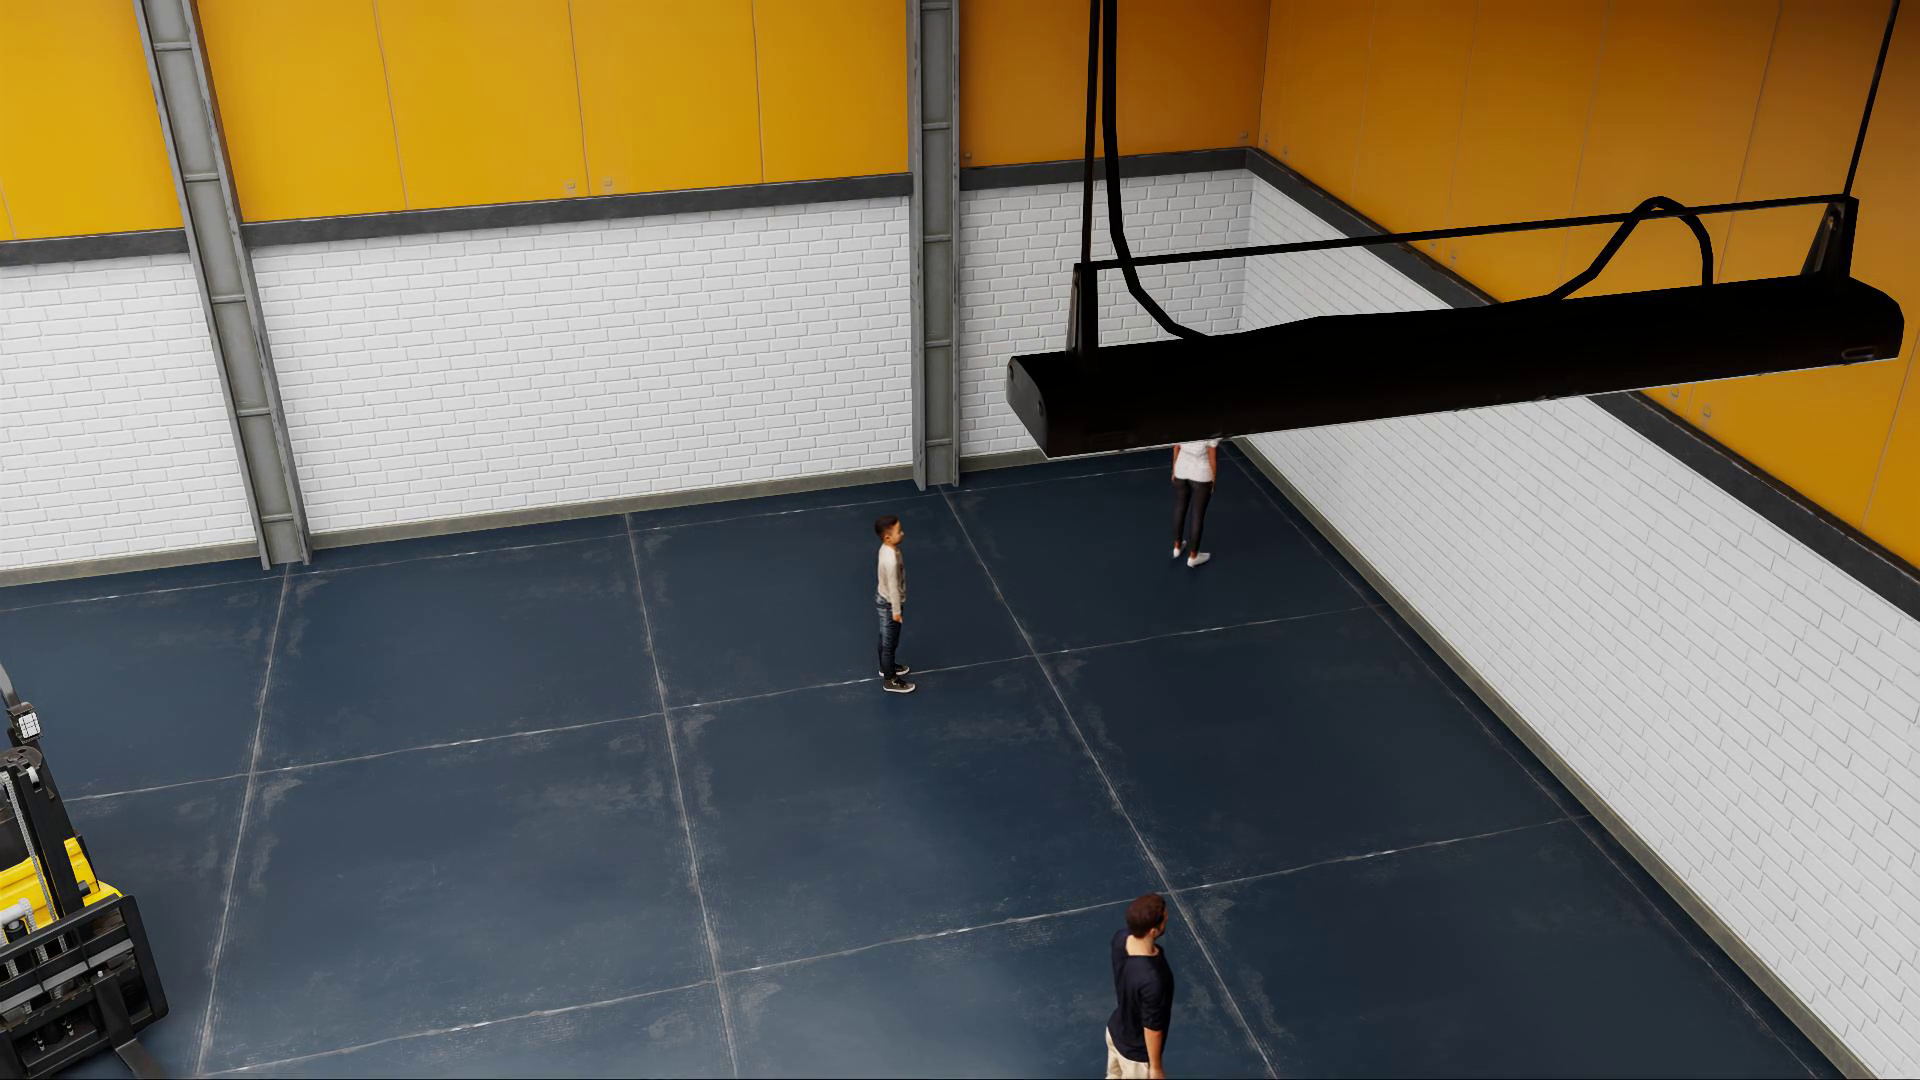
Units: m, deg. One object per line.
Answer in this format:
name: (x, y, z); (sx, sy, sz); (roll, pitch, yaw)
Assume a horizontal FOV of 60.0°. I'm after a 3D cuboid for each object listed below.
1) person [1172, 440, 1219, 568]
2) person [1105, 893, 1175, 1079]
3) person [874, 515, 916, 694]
person: (2.040, -0.550, 14.529); (0.687, 1.641, 0.744); (18, 33, 30)
person: (0.895, 2.578, 8.575); (0.553, 1.851, 0.641); (-9, 30, -15)
person: (-0.541, 0.470, 12.844); (0.547, 1.465, 0.571); (-3, 29, -6)
